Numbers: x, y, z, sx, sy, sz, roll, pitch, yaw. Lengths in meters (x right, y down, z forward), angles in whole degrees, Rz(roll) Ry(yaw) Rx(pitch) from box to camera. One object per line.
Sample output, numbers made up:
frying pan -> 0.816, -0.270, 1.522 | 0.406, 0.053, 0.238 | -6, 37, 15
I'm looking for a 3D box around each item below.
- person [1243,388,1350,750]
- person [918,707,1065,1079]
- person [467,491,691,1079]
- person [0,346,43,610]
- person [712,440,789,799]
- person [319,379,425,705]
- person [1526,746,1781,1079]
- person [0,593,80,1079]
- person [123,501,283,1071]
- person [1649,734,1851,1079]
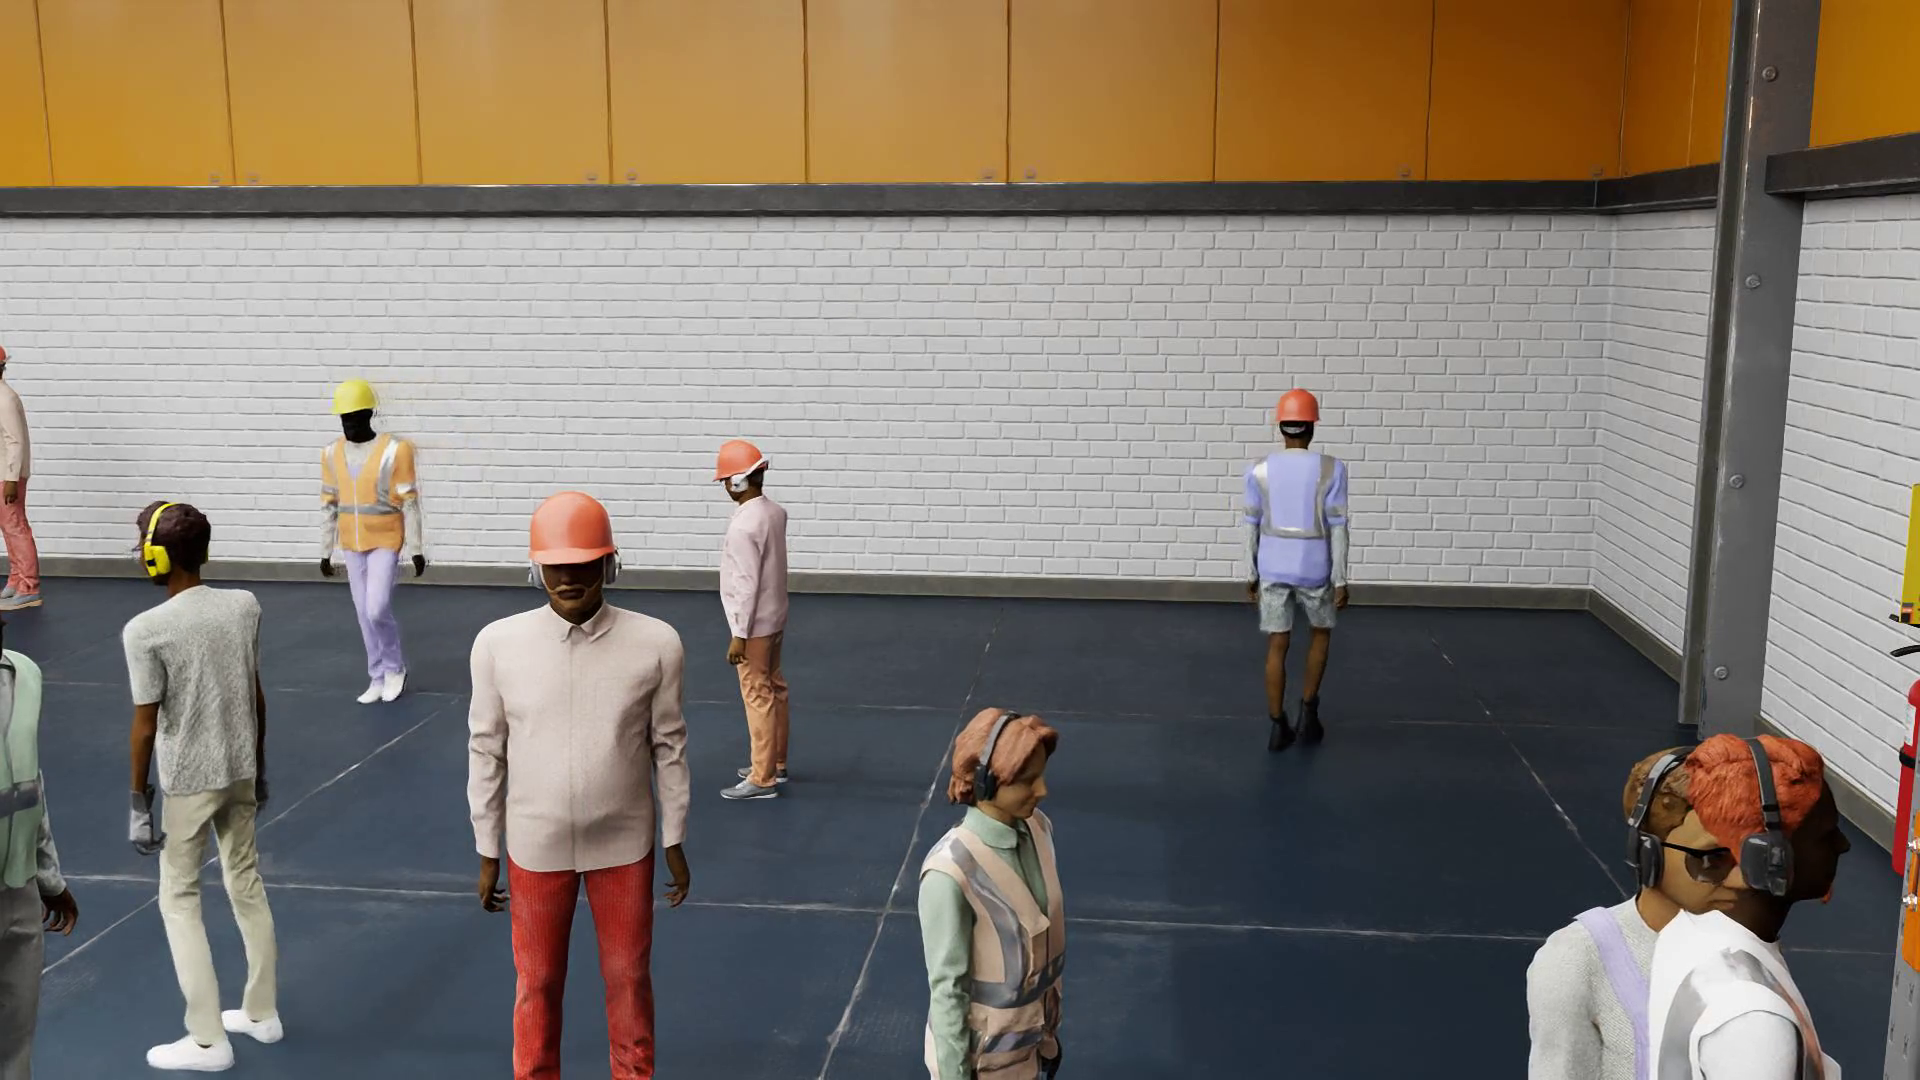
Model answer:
person -> 1.805, 0.151, 8.887 | 0.584, 1.916, 0.577 | 4, 11, 21
person -> 0.076, 1.183, 3.794 | 0.308, 1.638, 0.511 | 5, 11, 26
person -> -1.062, 0.849, 4.680 | 0.611, 1.996, 0.379 | -2, 10, -12
person -> -7.089, -0.482, 12.302 | 0.396, 1.992, 0.623 | -8, 13, -38
person -> -1.020, 0.383, 8.070 | 0.344, 1.741, 0.561 | 2, 10, 10
person -> -3.439, 0.021, 9.653 | 0.622, 1.908, 0.428 | 3, 10, 15
person -> 1.184, 1.244, 2.849 | 0.505, 1.846, 0.346 | -4, 11, -24
person -> -2.575, 0.946, 4.342 | 0.391, 1.920, 0.587 | 1, 10, 8
person -> -2.456, 0.795, 5.405 | 0.328, 1.858, 0.503 | 5, 11, 27
person -> 1.259, 1.237, 2.774 | 0.343, 1.883, 0.586 | 2, 10, 10
